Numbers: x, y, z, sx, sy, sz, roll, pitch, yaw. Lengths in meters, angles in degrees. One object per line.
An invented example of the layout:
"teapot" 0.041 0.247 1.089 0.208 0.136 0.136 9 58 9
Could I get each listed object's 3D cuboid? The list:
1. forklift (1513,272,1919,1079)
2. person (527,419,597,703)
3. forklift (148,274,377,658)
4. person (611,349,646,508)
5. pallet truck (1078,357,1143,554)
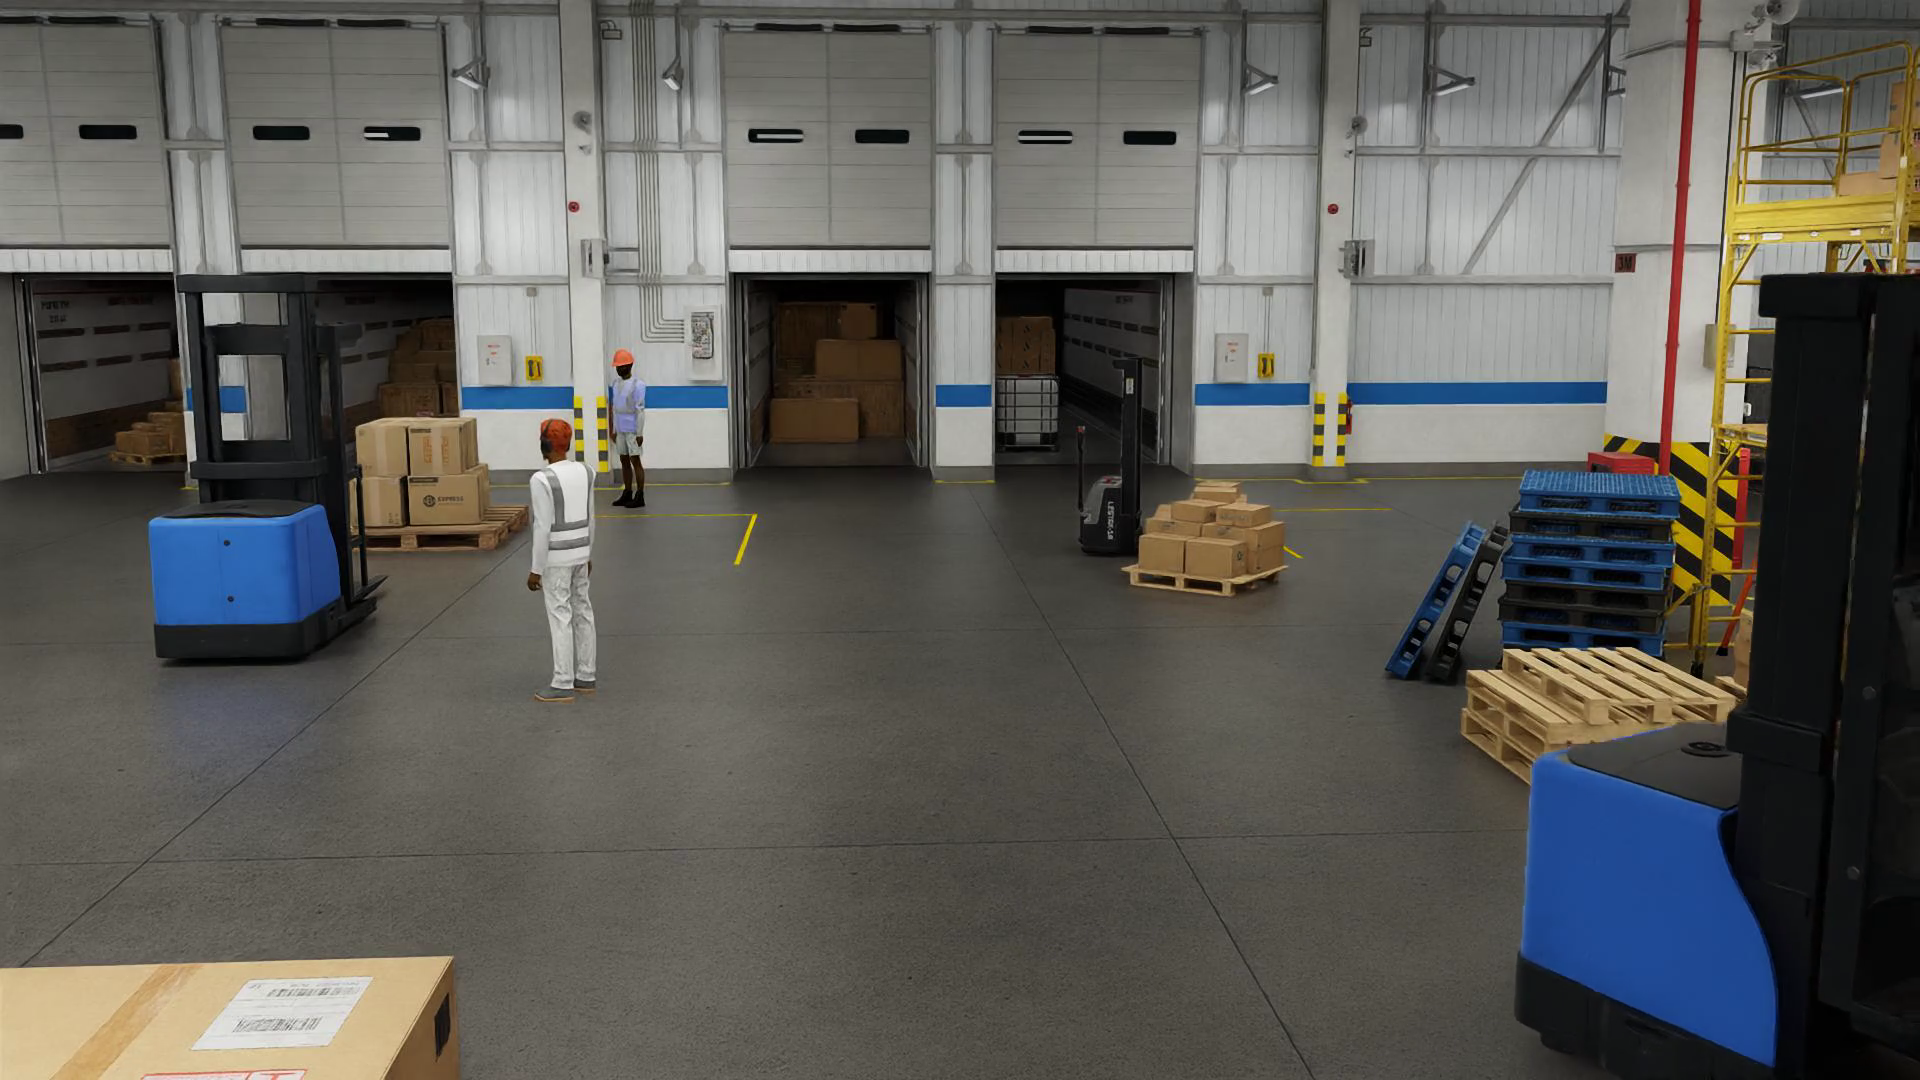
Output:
"forklift" 2.943 0.525 5.452 1.129 2.768 1.873 -5 11 -30
"person" -2.634 0.137 11.009 0.354 1.883 0.573 5 10 27
"forklift" -5.347 -0.626 12.681 1.129 2.768 1.873 -1 9 -4
"person" -4.048 -1.349 20.206 0.543 1.929 0.384 8 12 40
"pallet truck" 2.088 -0.836 16.757 1.885 1.965 0.823 2 9 13
